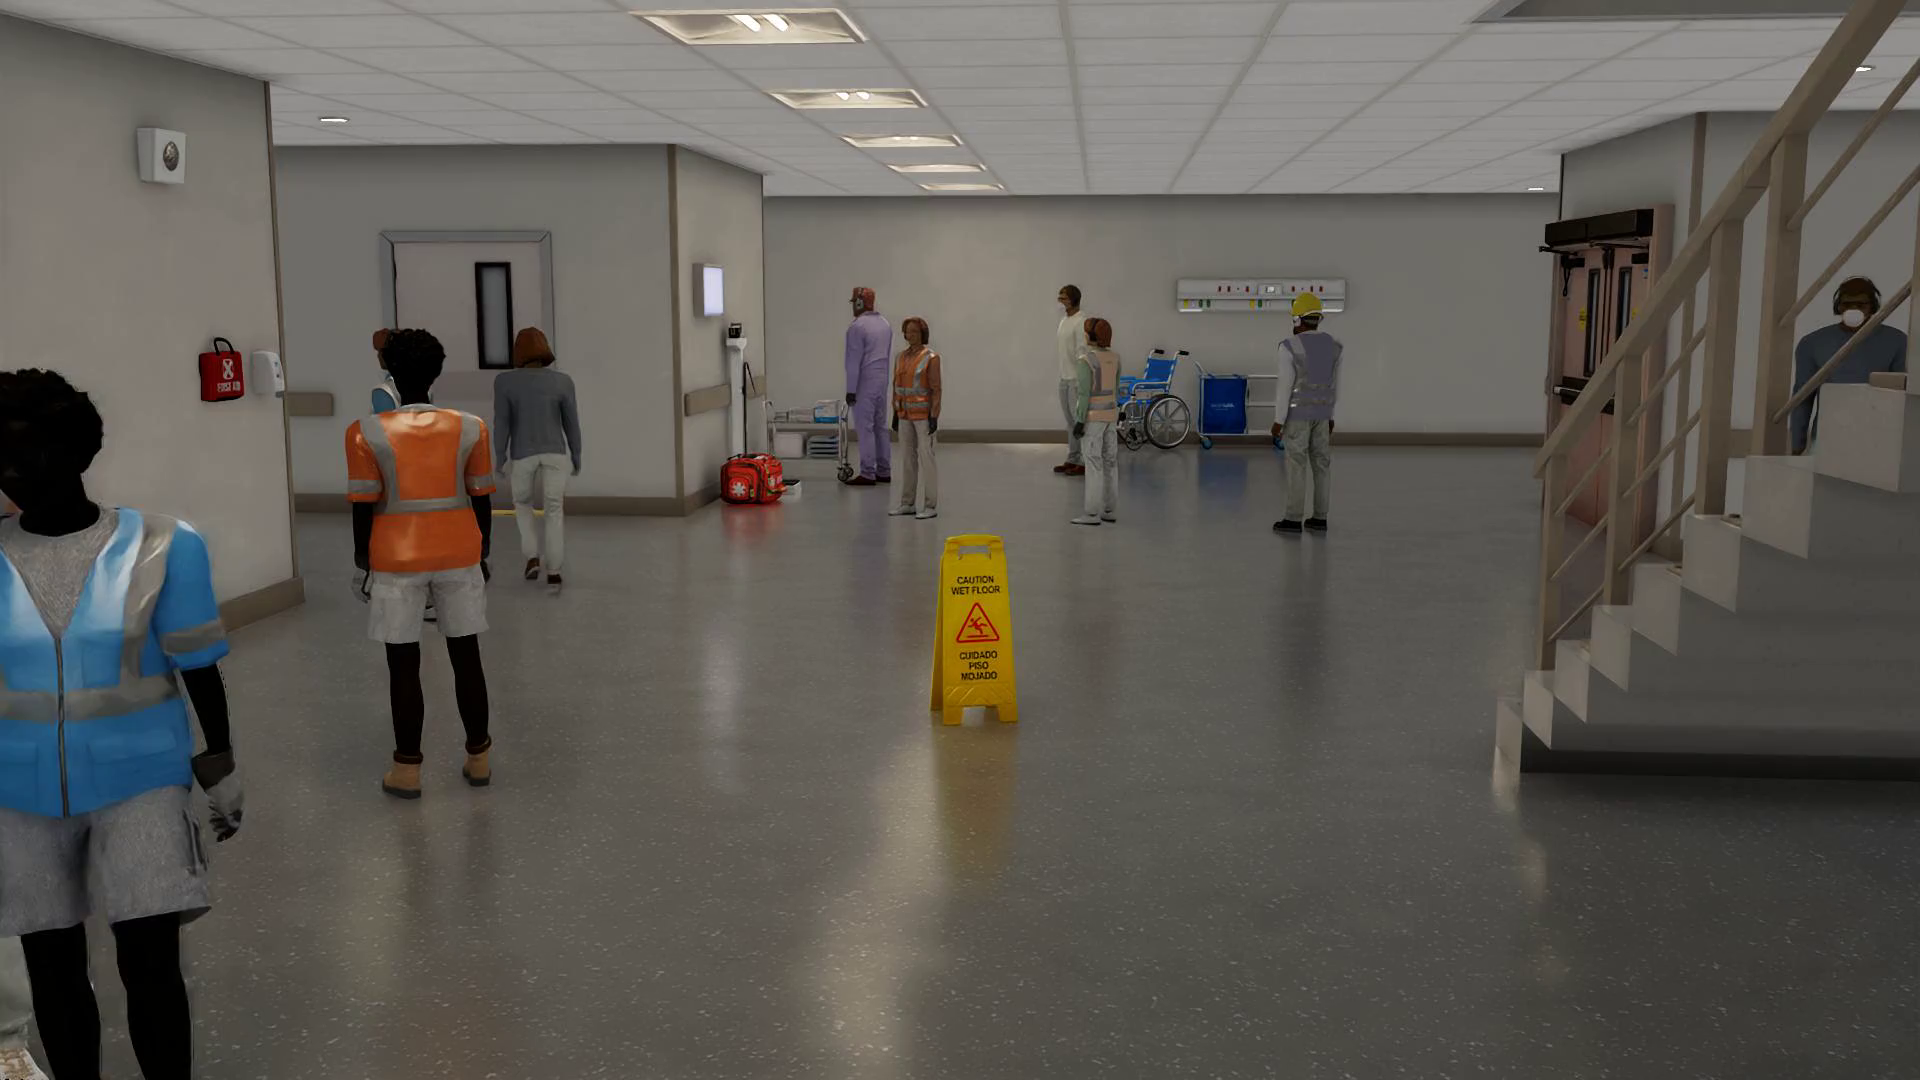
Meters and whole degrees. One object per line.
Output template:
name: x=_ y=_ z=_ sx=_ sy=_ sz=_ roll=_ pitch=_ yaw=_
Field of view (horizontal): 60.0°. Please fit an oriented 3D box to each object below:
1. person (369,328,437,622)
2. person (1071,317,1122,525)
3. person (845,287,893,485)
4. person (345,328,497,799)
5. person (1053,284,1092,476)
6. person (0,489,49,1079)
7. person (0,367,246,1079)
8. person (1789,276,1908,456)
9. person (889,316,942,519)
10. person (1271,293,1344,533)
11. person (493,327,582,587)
person: x=-3.025 y=-0.329 z=9.049 sx=0.310 sy=1.642 sz=0.514 roll=2 pitch=9 yaw=10
person: x=1.092 y=-0.938 z=13.184 sx=0.307 sy=1.645 sz=0.514 roll=7 pitch=11 yaw=39
person: x=-0.906 y=-1.477 z=15.988 sx=0.399 sy=1.900 sz=0.644 roll=5 pitch=10 yaw=29
person: x=-1.947 y=0.085 z=6.045 sx=0.539 sy=1.695 sz=0.319 roll=-5 pitch=10 yaw=-33
person: x=1.155 y=-1.613 z=16.831 sx=0.380 sy=1.930 sz=0.624 roll=-3 pitch=9 yaw=-17
person: x=-2.244 y=0.333 z=3.587 sx=0.590 sy=1.926 sz=0.388 roll=-6 pitch=10 yaw=-36
person: x=-1.709 y=0.509 z=3.223 sx=0.573 sy=1.671 sz=0.509 roll=-2 pitch=9 yaw=-16
person: x=5.121 y=-0.549 z=9.594 sx=0.634 sy=1.929 sz=0.388 roll=6 pitch=10 yaw=33
person: x=-0.359 y=-0.995 z=13.570 sx=0.523 sy=1.643 sz=0.306 roll=8 pitch=12 yaw=44
person: x=2.637 y=-0.968 z=12.747 sx=0.589 sy=1.834 sz=0.403 roll=-4 pitch=9 yaw=-27
person: x=-2.625 y=-0.514 z=10.365 sx=0.535 sy=1.615 sz=0.425 roll=-2 pitch=9 yaw=-16
